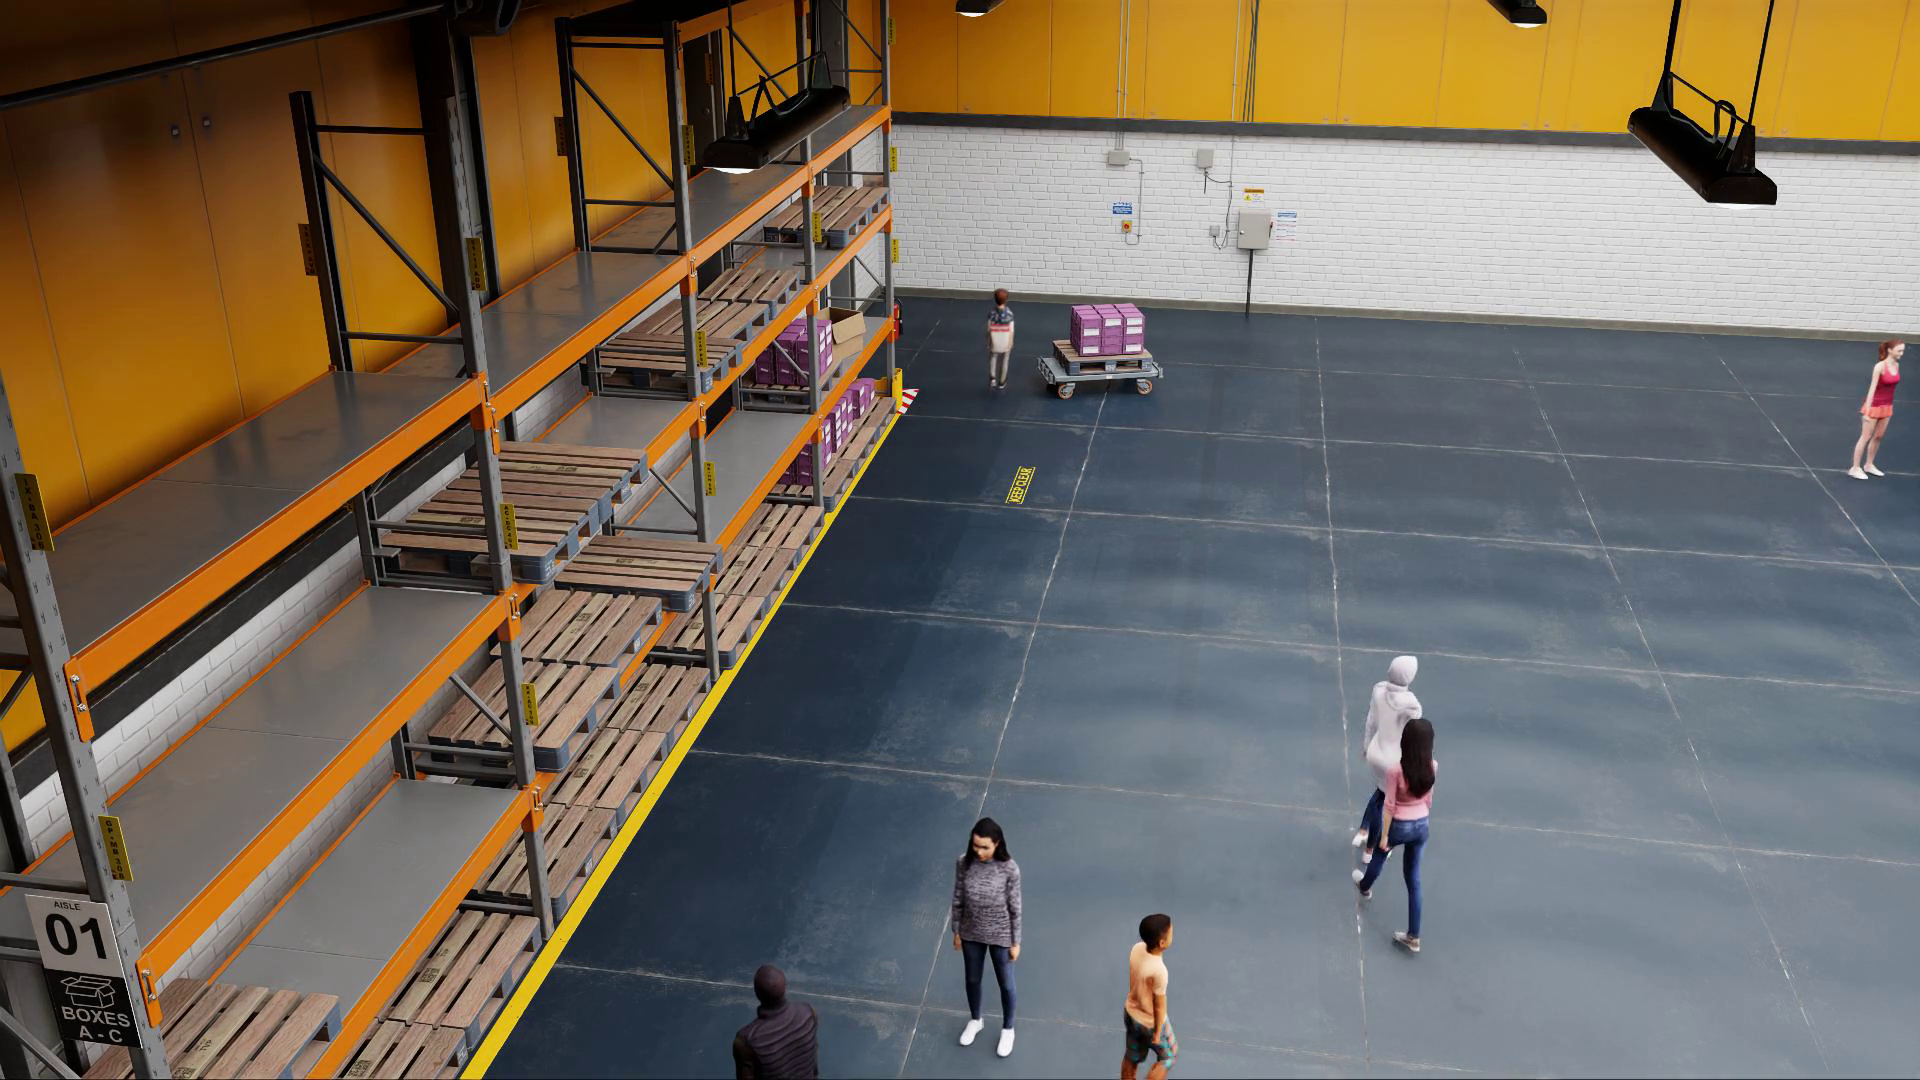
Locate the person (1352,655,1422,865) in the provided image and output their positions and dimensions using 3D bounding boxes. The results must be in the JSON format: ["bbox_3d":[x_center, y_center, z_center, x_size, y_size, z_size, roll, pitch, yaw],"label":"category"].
[{"bbox_3d":[3.196,1.704,12.672,0.803,1.763,0.727,-11,26,-24],"label":"person"}]

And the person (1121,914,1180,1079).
[{"bbox_3d":[1.087,2.945,10.223,0.703,1.450,0.636,-14,27,-28],"label":"person"}]

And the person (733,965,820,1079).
[{"bbox_3d":[-1.010,3.145,9.283,0.742,1.836,0.833,-19,30,-37],"label":"person"}]

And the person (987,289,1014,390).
[{"bbox_3d":[0.564,-2.810,23.415,0.511,1.430,0.586,4,24,8],"label":"person"}]

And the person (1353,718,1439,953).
[{"bbox_3d":[3.213,2.114,11.824,0.920,1.690,1.214,-7,25,-15],"label":"person"}]

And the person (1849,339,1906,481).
[{"bbox_3d":[11.190,-1.614,20.277,0.665,1.751,0.697,-10,25,-21],"label":"person"}]

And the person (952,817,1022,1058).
[{"bbox_3d":[0.189,2.538,10.803,0.644,1.731,0.575,7,25,16],"label":"person"}]
